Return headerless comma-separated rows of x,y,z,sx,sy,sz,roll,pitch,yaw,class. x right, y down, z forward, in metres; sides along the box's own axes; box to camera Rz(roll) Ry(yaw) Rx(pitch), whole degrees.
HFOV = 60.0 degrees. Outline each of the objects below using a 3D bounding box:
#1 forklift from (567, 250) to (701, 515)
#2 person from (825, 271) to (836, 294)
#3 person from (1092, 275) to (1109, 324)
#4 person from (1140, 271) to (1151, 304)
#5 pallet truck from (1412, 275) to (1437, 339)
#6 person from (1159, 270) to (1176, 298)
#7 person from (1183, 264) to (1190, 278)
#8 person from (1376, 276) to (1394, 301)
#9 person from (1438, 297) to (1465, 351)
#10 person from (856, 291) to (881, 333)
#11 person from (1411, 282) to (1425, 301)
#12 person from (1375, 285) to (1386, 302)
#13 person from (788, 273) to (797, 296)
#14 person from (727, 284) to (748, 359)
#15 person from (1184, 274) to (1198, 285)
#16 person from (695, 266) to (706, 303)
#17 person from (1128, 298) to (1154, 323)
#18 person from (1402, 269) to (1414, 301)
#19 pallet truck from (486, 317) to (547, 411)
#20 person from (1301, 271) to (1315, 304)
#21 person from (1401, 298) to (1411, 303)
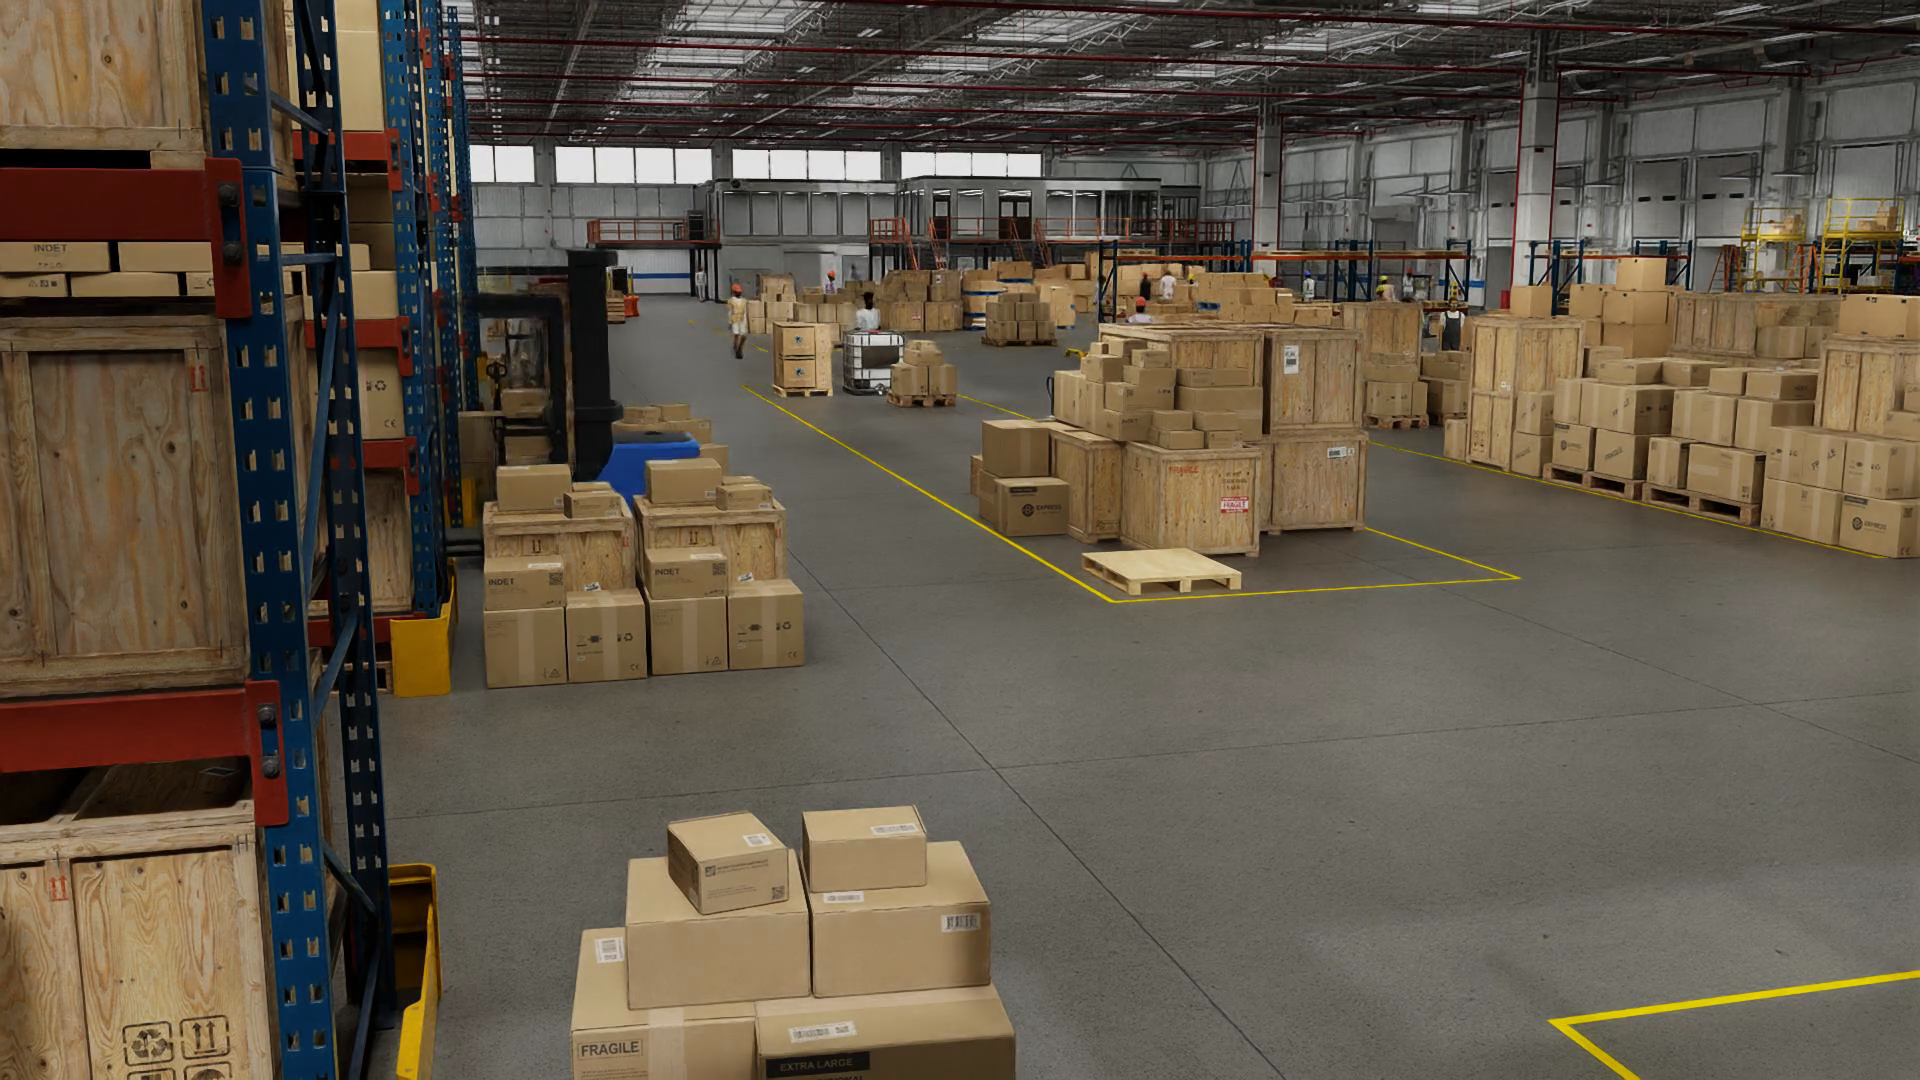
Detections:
-3.390,-1.277,15.404,1.873,2.768,1.129,-3,10,-15,forklift
-4.454,-8.284,57.494,0.414,2.034,0.603,0,10,2,person
5.129,-8.766,60.826,0.725,1.818,0.627,8,13,37,person
6.645,-8.793,60.547,0.817,1.959,0.643,9,14,43,person
14.620,-7.324,52.145,0.823,1.965,1.885,8,13,40,pallet truck
8.524,-10.168,68.532,0.655,1.903,0.912,-2,10,-9,person
11.556,-13.050,84.575,0.617,1.993,0.396,-6,12,-33,person
14.504,-8.060,56.687,0.590,1.878,0.928,-2,10,-13,person
10.036,-4.040,33.982,0.508,1.846,0.345,0,10,2,person
-1.905,-4.219,34.705,0.628,1.943,0.493,-8,13,-37,person
15.205,-7.702,55.132,0.494,1.705,0.875,-4,11,-20,person
12.036,-6.466,47.998,0.731,1.733,0.550,-3,11,-19,person
-6.595,-9.286,63.721,0.691,1.825,0.832,-10,14,-43,person
-5.663,-5.578,42.464,0.555,1.918,0.407,-6,12,-31,person
8.331,-8.610,59.719,0.588,1.891,0.455,2,10,12,person
-13.271,-13.073,85.068,0.571,1.868,0.411,-3,11,-18,person
3.505,-3.749,32.248,0.566,1.879,1.010,-2,10,-13,person
19.334,-10.737,71.728,0.568,1.900,0.878,4,11,24,person
-6.242,-2.418,24.362,0.823,1.965,1.885,1,10,3,pallet truck
13.237,-9.259,63.270,0.604,1.937,0.402,-7,12,-36,person
8.530,-3.714,32.042,0.633,1.872,0.963,-2,10,-10,person
